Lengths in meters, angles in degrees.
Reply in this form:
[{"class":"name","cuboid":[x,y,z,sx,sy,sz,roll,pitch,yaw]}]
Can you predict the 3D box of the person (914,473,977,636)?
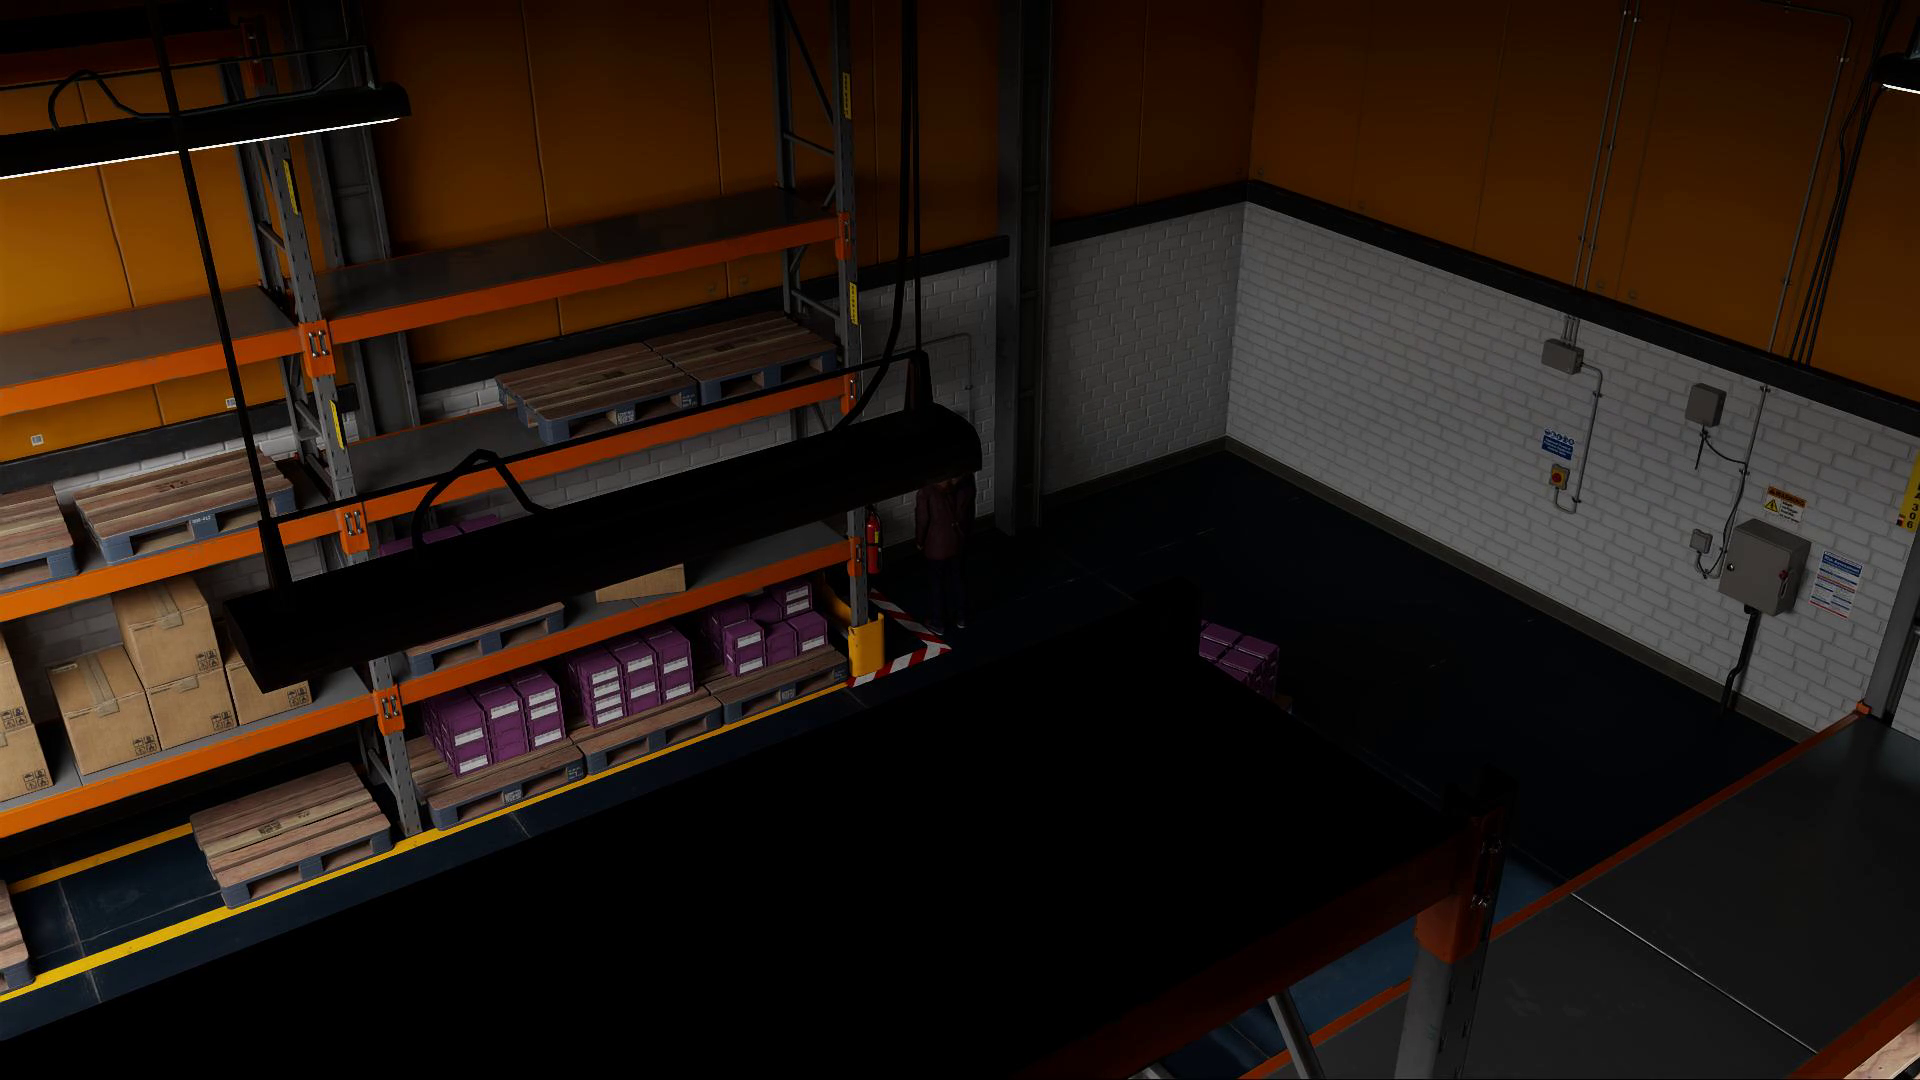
[{"class":"person","cuboid":[-0.128,-0.024,14.750,0.623,1.845,0.834,-15,32,-26]}]
